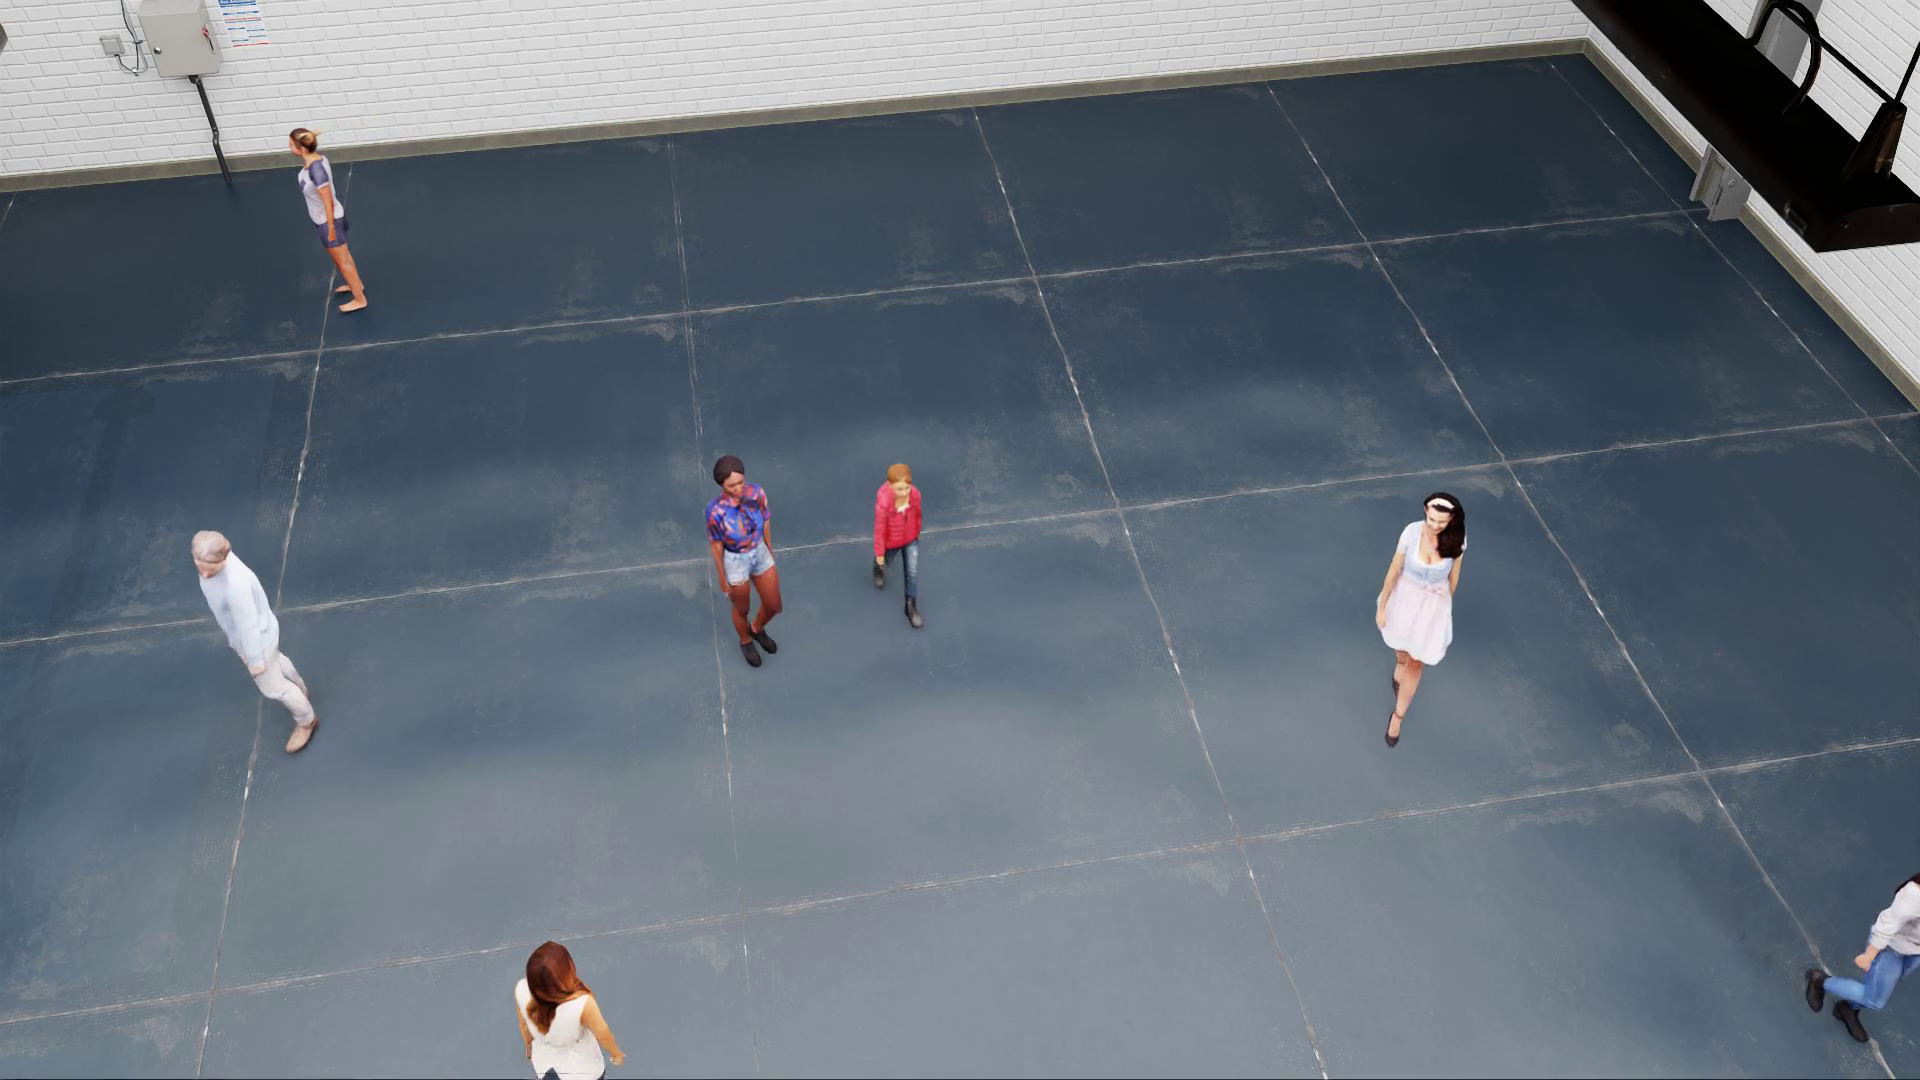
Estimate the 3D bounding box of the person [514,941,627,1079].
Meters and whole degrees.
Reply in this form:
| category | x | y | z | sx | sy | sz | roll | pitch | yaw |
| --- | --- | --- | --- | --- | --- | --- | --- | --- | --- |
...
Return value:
| category | x | y | z | sx | sy | sz | roll | pitch | yaw |
| --- | --- | --- | --- | --- | --- | --- | --- | --- | --- |
| person | -1.912 | 2.558 | 7.963 | 0.719 | 1.776 | 0.727 | 12 | 45 | 12 |

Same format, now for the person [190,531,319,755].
| category | x | y | z | sx | sy | sz | roll | pitch | yaw |
| --- | --- | --- | --- | --- | --- | --- | --- | --- | --- |
| person | -4.248 | 0.522 | 10.045 | 1.023 | 1.852 | 0.798 | -19 | 47 | -19 |

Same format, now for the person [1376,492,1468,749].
| category | x | y | z | sx | sy | sz | roll | pitch | yaw |
| --- | --- | --- | --- | --- | --- | --- | --- | --- | --- |
| person | 2.826 | 0.339 | 10.288 | 0.922 | 1.782 | 1.113 | 12 | 45 | 13 |

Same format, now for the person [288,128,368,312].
| category | x | y | z | sx | sy | sz | roll | pitch | yaw |
| --- | --- | --- | --- | --- | --- | --- | --- | --- | --- |
| person | -5.119 | -2.613 | 13.501 | 0.670 | 1.624 | 0.488 | -13 | 45 | -14 |

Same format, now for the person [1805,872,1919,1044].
| category | x | y | z | sx | sy | sz | roll | pitch | yaw |
| --- | --- | --- | --- | --- | --- | --- | --- | --- | --- |
| person | 4.798 | 2.040 | 8.620 | 0.695 | 1.621 | 0.737 | -18 | 46 | -18 |

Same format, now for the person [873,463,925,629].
| category | x | y | z | sx | sy | sz | roll | pitch | yaw |
| --- | --- | --- | --- | --- | --- | --- | --- | --- | --- |
| person | -0.442 | -0.041 | 11.040 | 0.643 | 1.294 | 0.898 | -17 | 46 | -17 |

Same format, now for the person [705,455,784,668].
| category | x | y | z | sx | sy | sz | roll | pitch | yaw |
| --- | --- | --- | --- | --- | --- | --- | --- | --- | --- |
| person | -1.410 | 0.105 | 10.572 | 0.687 | 1.729 | 0.705 | -26 | 49 | -25 |
